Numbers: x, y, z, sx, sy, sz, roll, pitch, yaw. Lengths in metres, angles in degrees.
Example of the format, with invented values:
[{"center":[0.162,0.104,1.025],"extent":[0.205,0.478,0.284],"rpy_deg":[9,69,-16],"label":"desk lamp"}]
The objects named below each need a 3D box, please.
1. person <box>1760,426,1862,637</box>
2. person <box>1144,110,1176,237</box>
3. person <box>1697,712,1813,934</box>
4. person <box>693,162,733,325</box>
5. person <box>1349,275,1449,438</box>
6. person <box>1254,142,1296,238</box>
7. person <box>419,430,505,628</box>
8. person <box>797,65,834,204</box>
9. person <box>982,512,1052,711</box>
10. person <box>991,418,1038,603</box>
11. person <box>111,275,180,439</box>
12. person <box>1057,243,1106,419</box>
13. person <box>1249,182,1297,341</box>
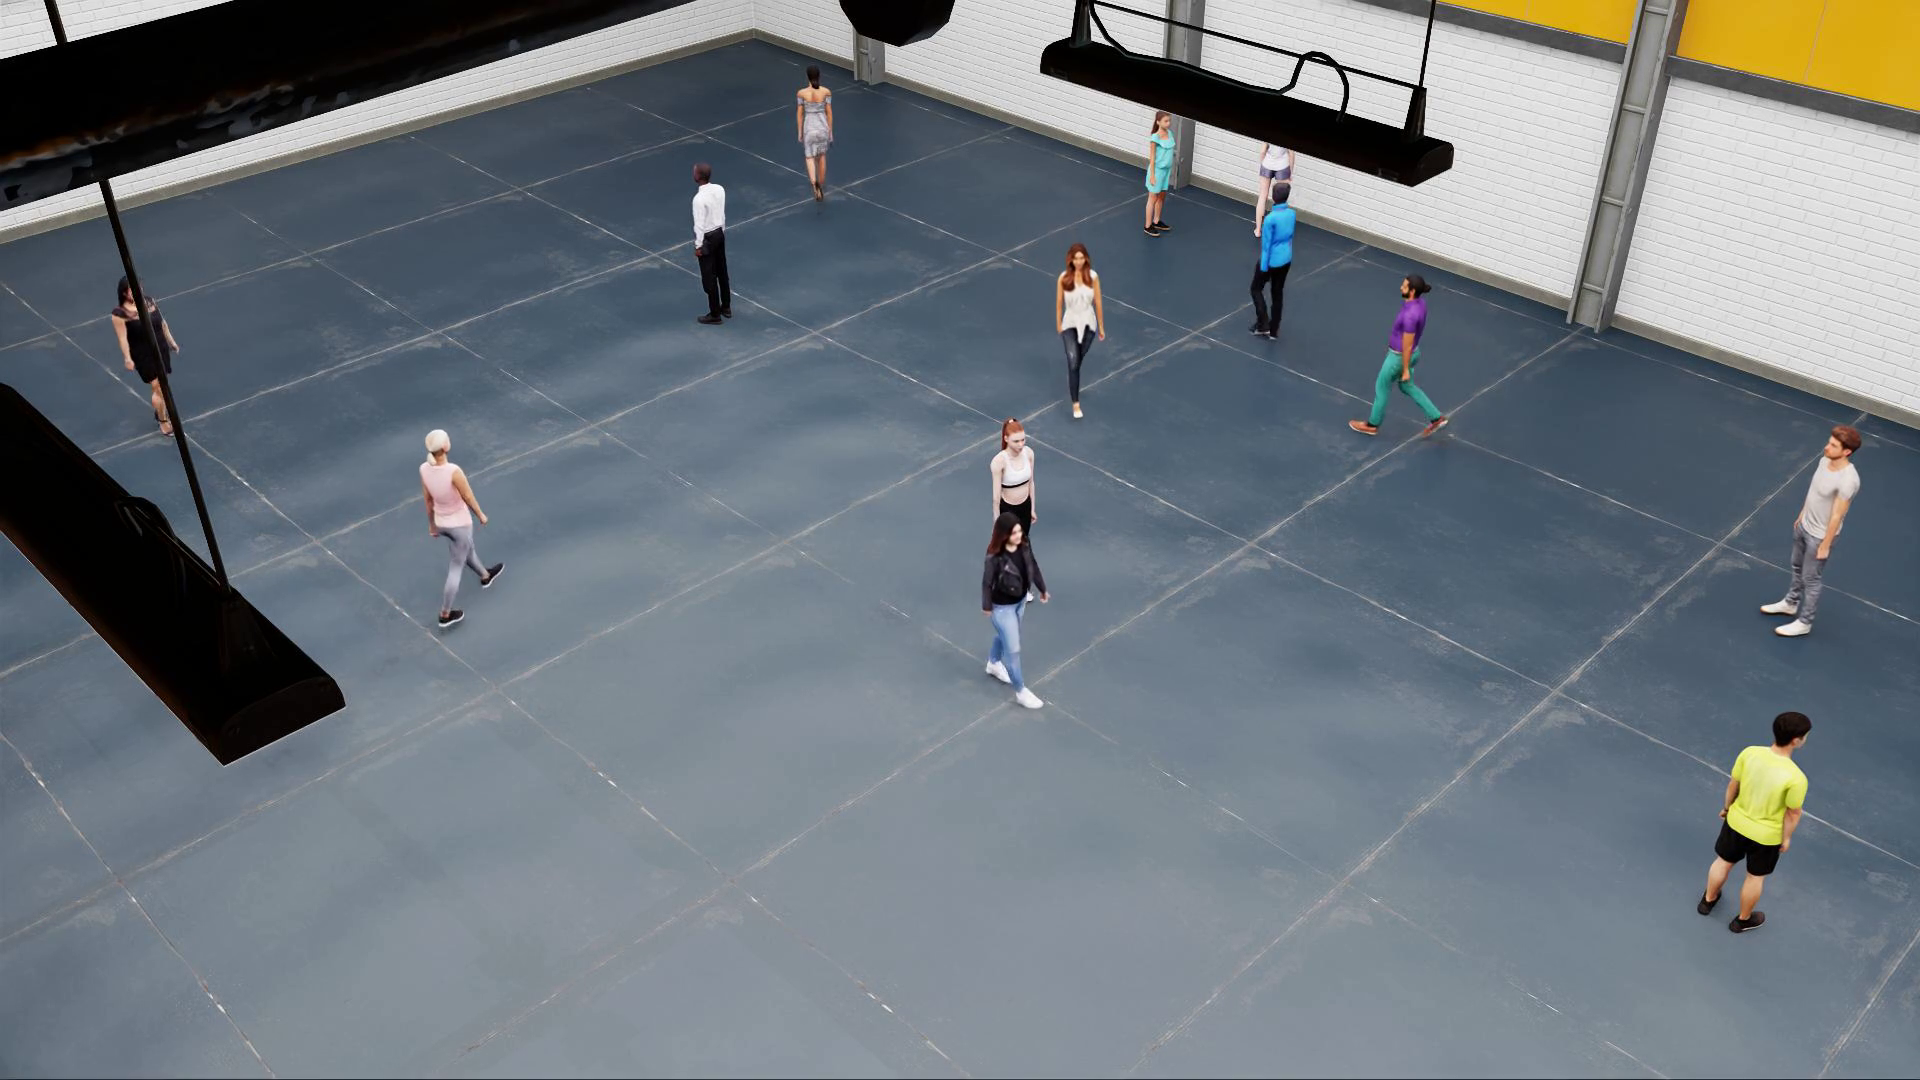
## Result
[{"center":[6.971,-0.085,13.484],"extent":[0.770,1.892,0.710],"rpy_deg":[0,34,0],"label":"person"},{"center":[2.460,-4.550,20.504],"extent":[0.532,1.558,0.541],"rpy_deg":[28,43,35],"label":"person"},{"center":[5.164,1.827,10.776],"extent":[0.710,1.706,0.518],"rpy_deg":[-23,40,-30],"label":"person"},{"center":[-2.745,-3.279,18.340],"extent":[0.638,1.836,0.697],"rpy_deg":[16,37,23],"label":"person"},{"center":[4.391,-1.751,16.126],"extent":[1.230,1.742,0.884],"rpy_deg":[15,36,21],"label":"person"},{"center":[3.853,-4.545,20.308],"extent":[0.626,1.767,0.726],"rpy_deg":[10,35,15],"label":"person"},{"center":[-4.198,-0.066,13.648],"extent":[1.130,1.679,0.861],"rpy_deg":[15,36,21],"label":"person"},{"center":[-1.815,-5.087,21.091],"extent":[0.924,1.802,1.027],"rpy_deg":[-4,34,-5],"label":"person"},{"center":[0.335,0.463,12.914],"extent":[0.930,1.610,0.667],"rpy_deg":[27,42,34],"label":"person"},{"center":[0.432,-0.224,13.828],"extent":[0.618,1.742,0.562],"rpy_deg":[-22,39,-29],"label":"person"},{"center":[-7.991,-1.813,16.257],"extent":[0.773,1.700,0.755],"rpy_deg":[11,35,16],"label":"person"},{"center":[1.187,-2.177,16.769],"extent":[1.028,1.740,1.183],"rpy_deg":[-5,34,-7],"label":"person"},{"center":[3.456,-2.966,17.918],"extent":[0.680,1.781,0.675],"rpy_deg":[-17,37,-23],"label":"person"}]
